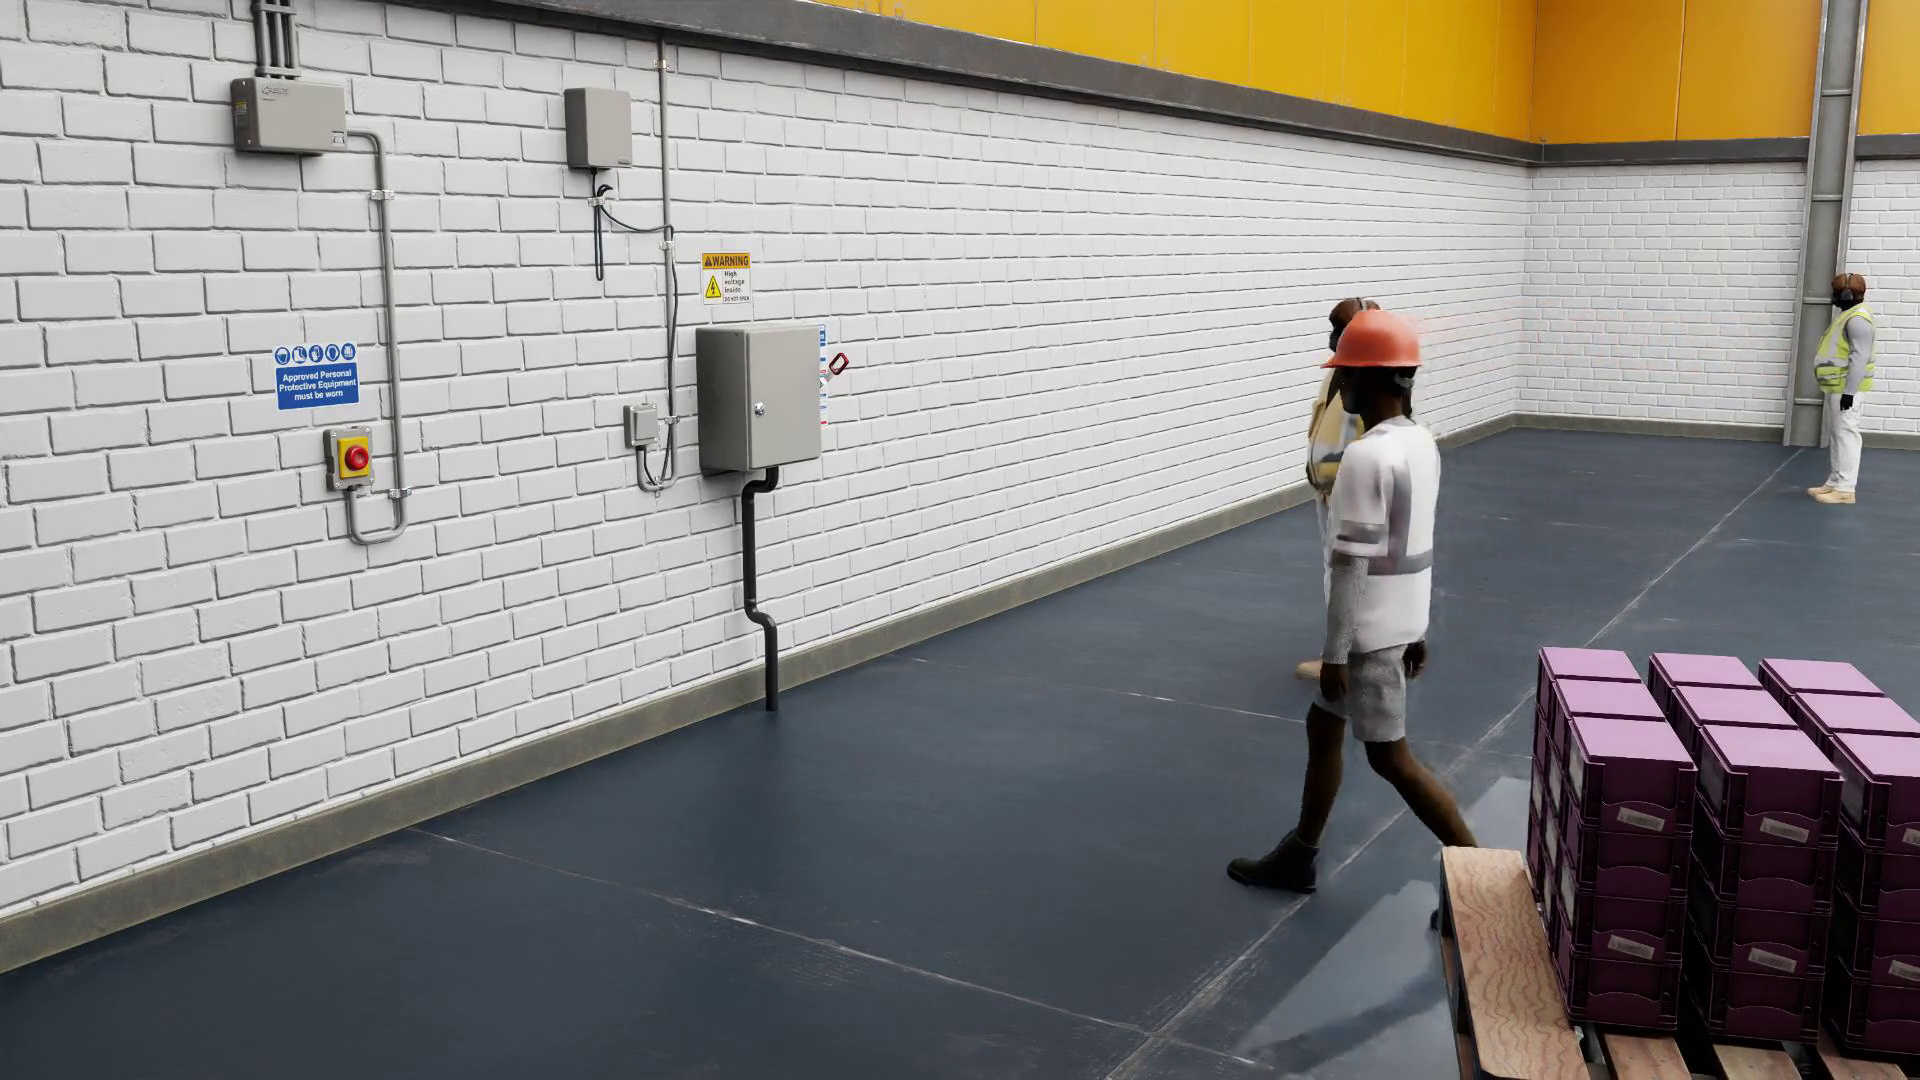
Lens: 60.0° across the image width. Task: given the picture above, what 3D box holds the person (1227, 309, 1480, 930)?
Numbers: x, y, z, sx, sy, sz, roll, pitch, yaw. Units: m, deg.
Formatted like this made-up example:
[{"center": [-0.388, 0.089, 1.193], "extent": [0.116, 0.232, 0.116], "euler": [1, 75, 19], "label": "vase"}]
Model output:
[{"center": [1.312, 0.250, 5.084], "extent": [0.941, 1.903, 0.553], "euler": [6, 12, 31], "label": "person"}]

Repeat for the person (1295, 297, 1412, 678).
[{"center": [1.822, -0.203, 7.744], "extent": [0.429, 1.841, 0.633], "euler": [-2, 11, -13], "label": "person"}]

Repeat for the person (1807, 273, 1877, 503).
[{"center": [7.089, -1.215, 13.360], "extent": [0.430, 1.840, 0.625], "euler": [4, 11, 20], "label": "person"}]
